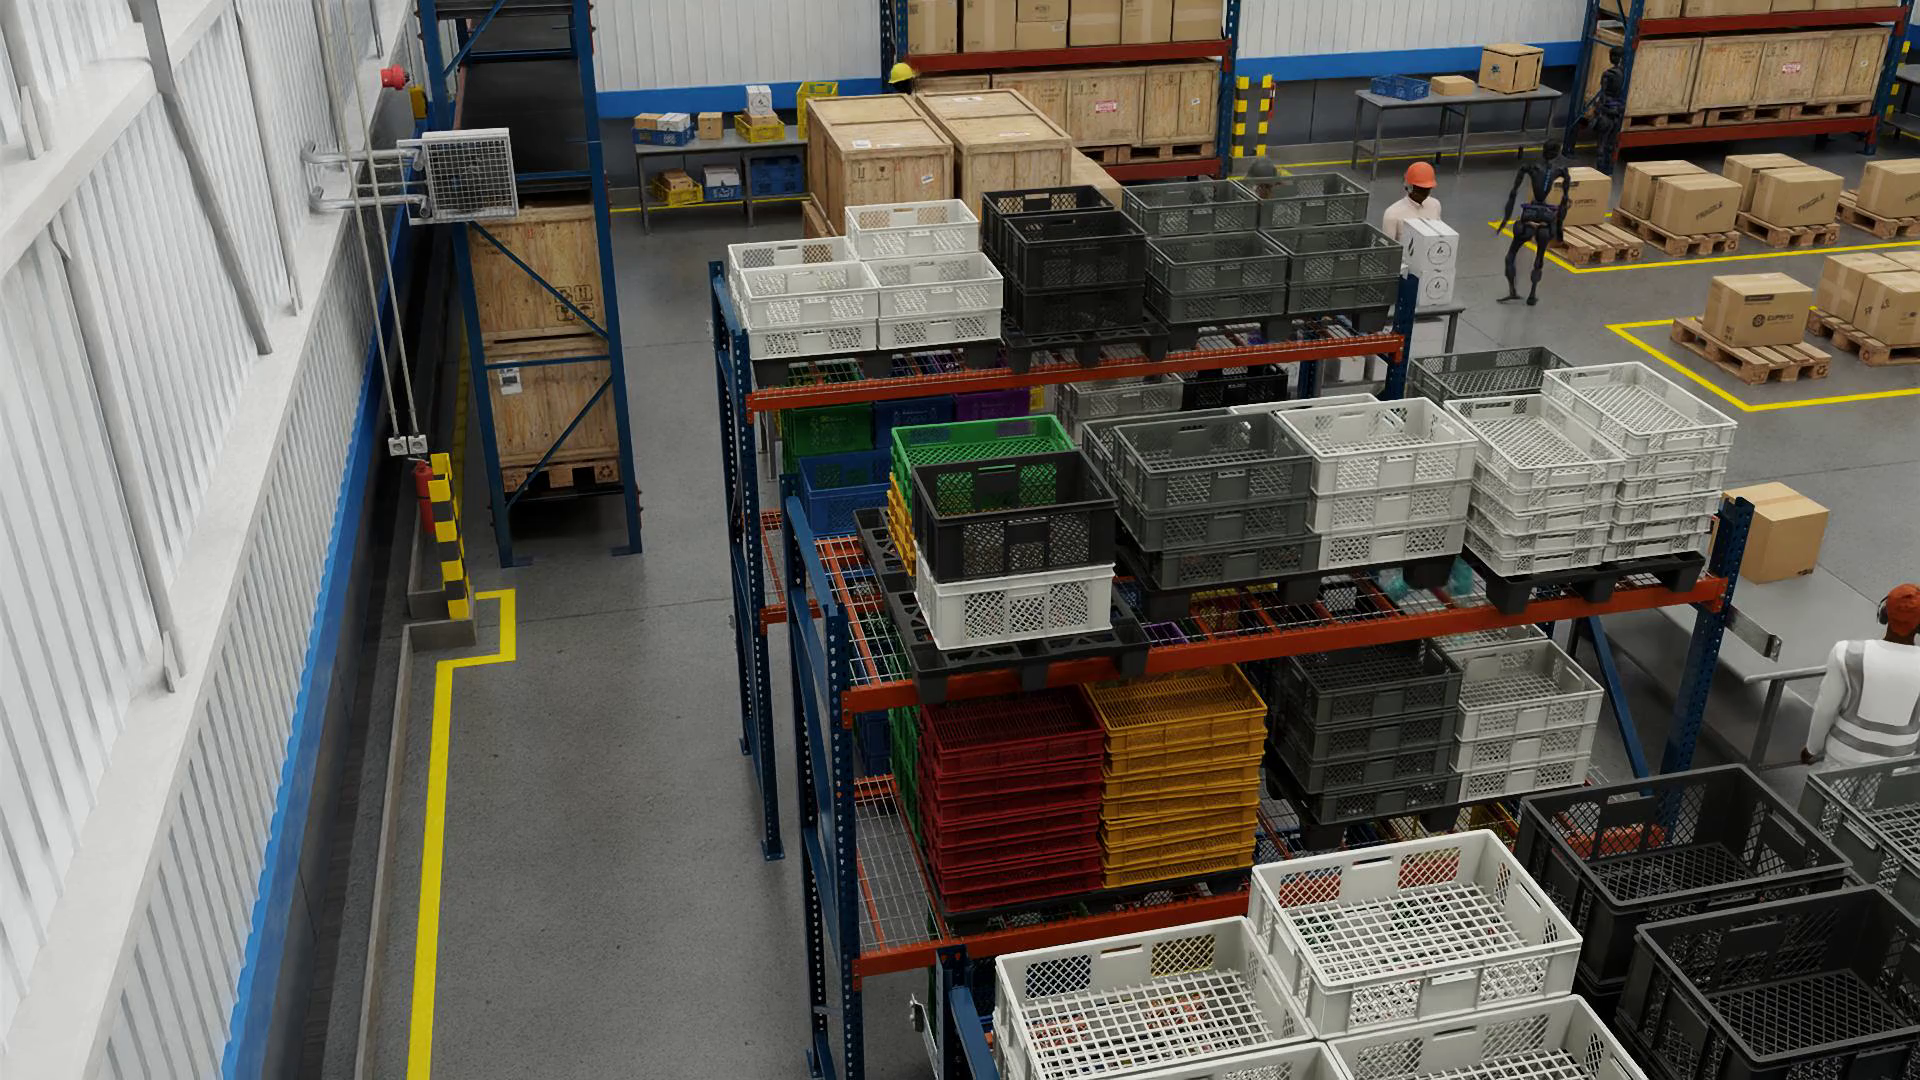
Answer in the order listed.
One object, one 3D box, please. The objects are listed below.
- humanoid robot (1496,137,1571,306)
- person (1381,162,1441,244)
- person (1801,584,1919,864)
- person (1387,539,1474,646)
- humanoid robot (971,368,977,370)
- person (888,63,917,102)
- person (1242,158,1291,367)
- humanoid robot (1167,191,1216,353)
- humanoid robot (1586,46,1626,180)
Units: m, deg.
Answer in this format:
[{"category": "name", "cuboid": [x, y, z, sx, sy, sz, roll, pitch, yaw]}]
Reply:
[{"category": "humanoid robot", "cuboid": [5.706, -3.164, 16.542, 0.633, 1.643, 0.387, 3, 28, 5]}, {"category": "person", "cuboid": [3.955, -2.365, 14.701, 0.616, 1.990, 0.394, -13, 31, -23]}, {"category": "person", "cuboid": [4.522, 1.065, 8.291, 0.572, 1.886, 0.354, 11, 30, 20]}, {"category": "person", "cuboid": [3.060, -0.060, 10.582, 0.522, 1.723, 0.839, -15, 31, -27]}, {"category": "humanoid robot", "cuboid": [0.257, -1.887, 14.180, 0.777, 1.639, 0.578, 7, 29, 13]}, {"category": "person", "cuboid": [-0.681, -4.359, 18.570, 0.821, 1.890, 0.599, -9, 29, -17]}, {"category": "person", "cuboid": [2.701, -2.412, 14.725, 0.689, 2.000, 0.690, -6, 28, -11]}, {"category": "humanoid robot", "cuboid": [2.072, -2.336, 14.969, 0.627, 1.649, 0.325, -8, 29, -15]}, {"category": "humanoid robot", "cuboid": [7.955, -5.224, 20.436, 0.590, 1.654, 0.328, -24, 36, -38]}]
